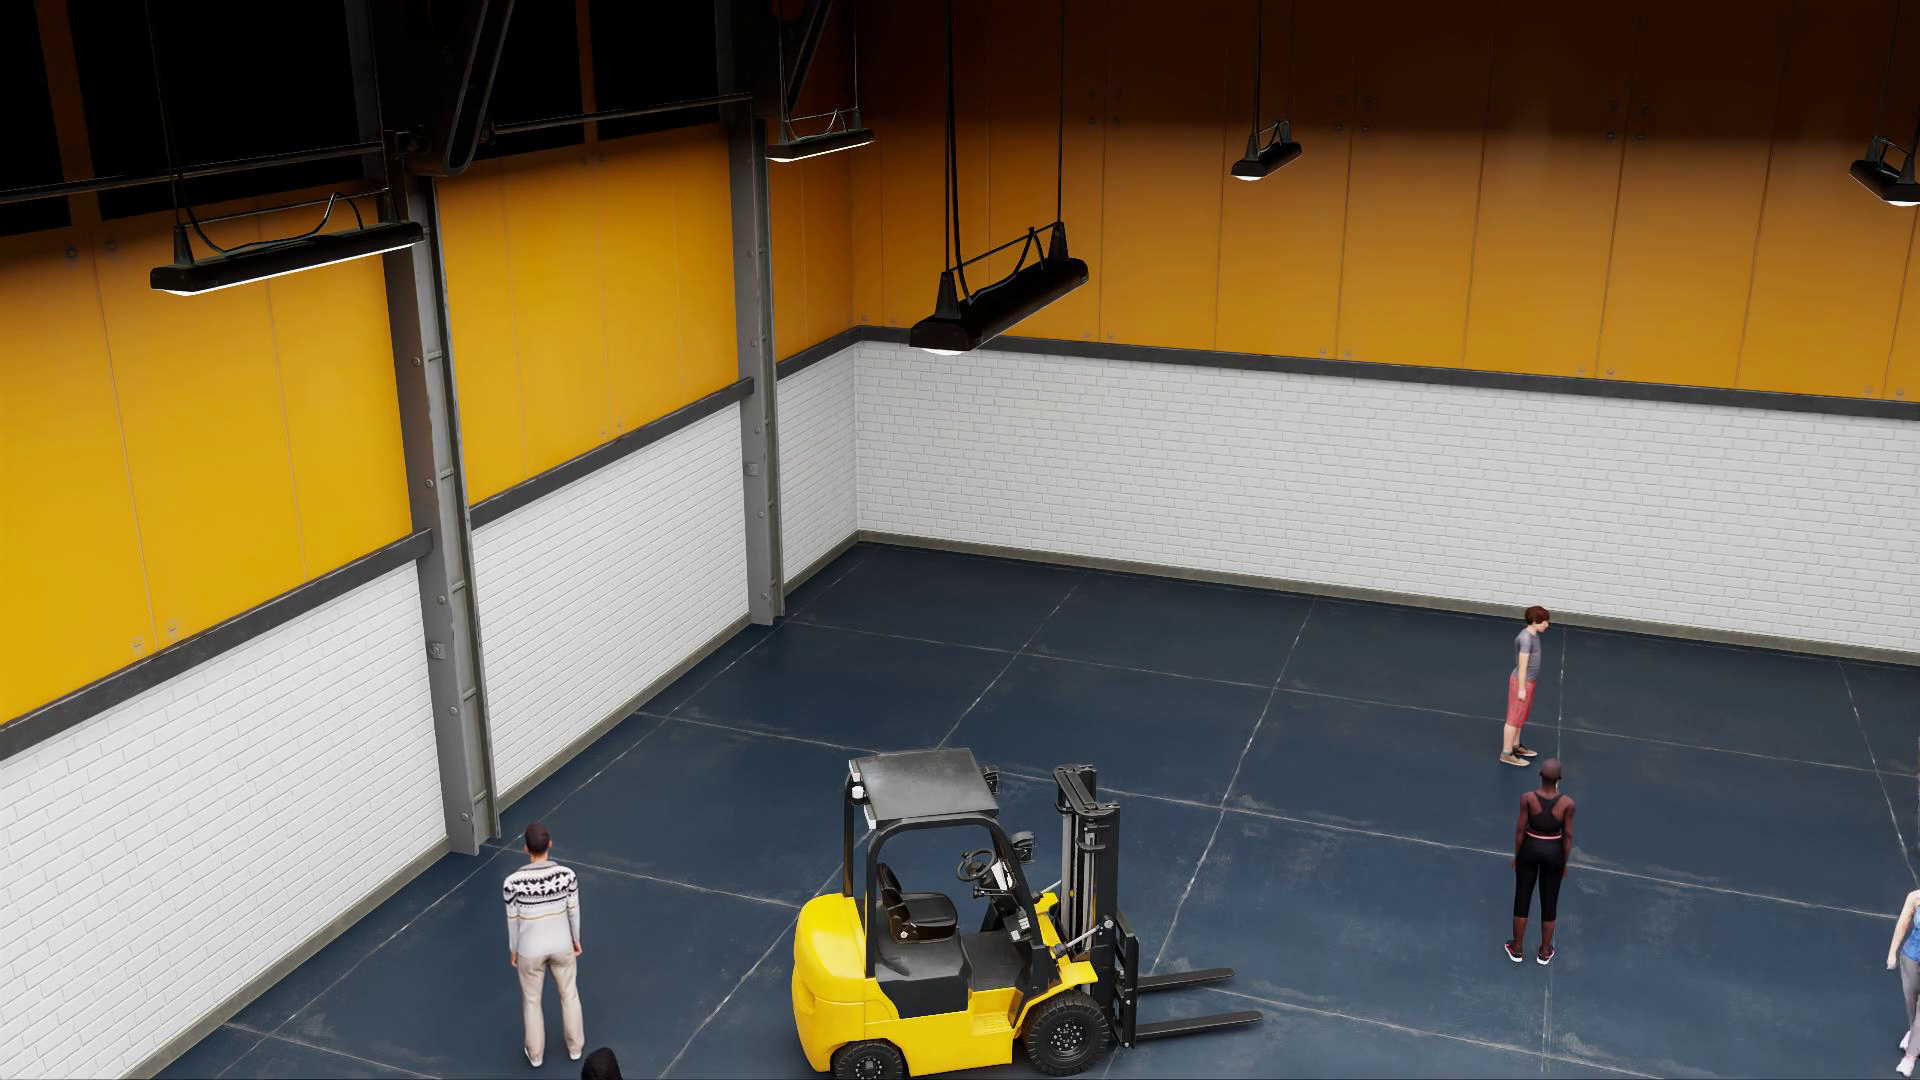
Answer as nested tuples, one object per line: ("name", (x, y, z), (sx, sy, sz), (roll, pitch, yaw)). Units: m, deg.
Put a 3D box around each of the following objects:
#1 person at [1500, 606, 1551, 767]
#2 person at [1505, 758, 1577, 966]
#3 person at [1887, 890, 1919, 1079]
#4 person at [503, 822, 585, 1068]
("person", (5.615, 1.425, 16.599), (0.673, 1.649, 0.531), (11, 22, 29))
("person", (4.590, 2.529, 13.149), (0.587, 1.758, 0.542), (5, 19, 14))
("person", (6.990, 3.018, 11.974), (1.039, 1.581, 0.847), (-17, 25, -41))
("person", (-2.973, 2.903, 11.898), (0.749, 1.848, 0.805), (-8, 20, -23))
